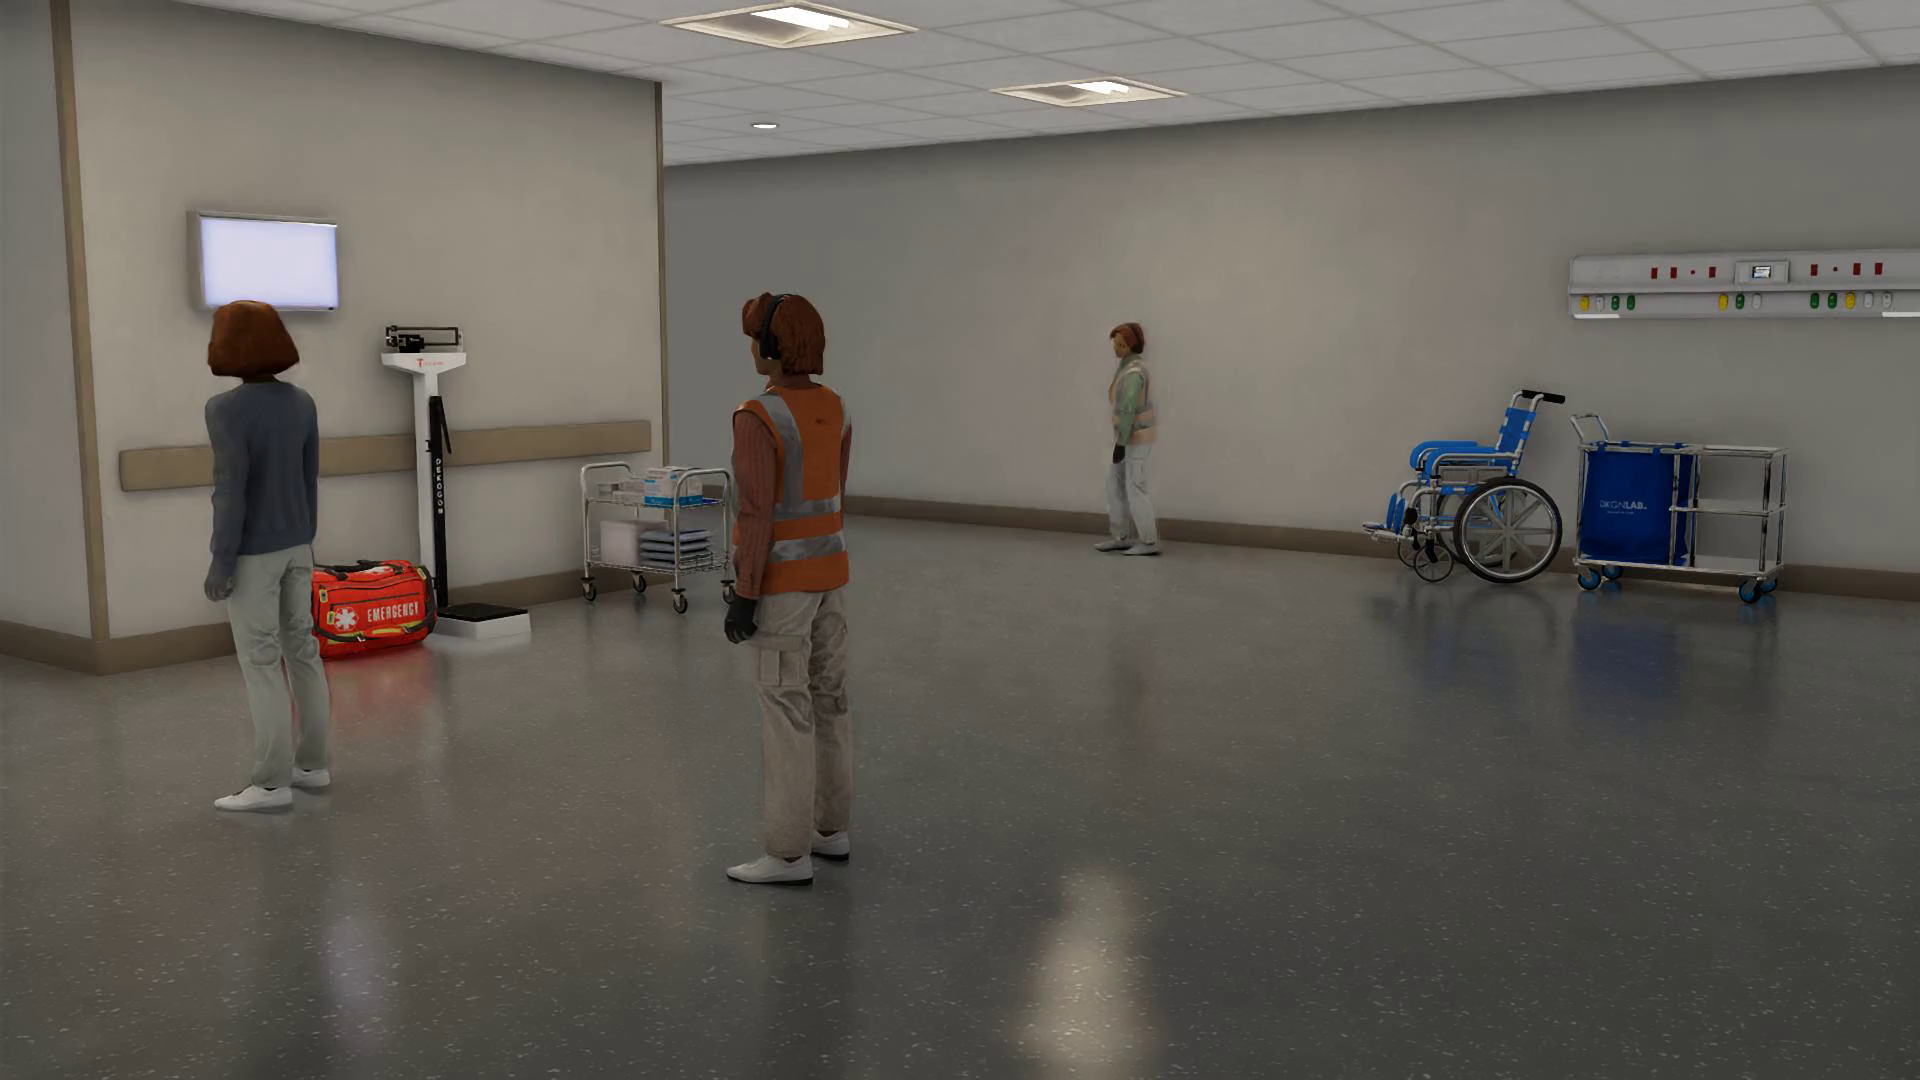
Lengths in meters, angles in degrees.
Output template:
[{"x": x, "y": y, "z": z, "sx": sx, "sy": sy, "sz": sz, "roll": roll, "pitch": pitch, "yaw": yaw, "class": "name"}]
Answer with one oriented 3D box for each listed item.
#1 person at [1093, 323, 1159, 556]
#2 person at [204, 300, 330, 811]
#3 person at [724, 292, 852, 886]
[{"x": 1.142, "y": -0.671, "z": 11.293, "sx": 0.495, "sy": 1.595, "sz": 0.575, "roll": -1, "pitch": 7, "yaw": -5, "class": "person"}, {"x": -2.239, "y": 0.052, "z": 5.356, "sx": 0.273, "sy": 1.632, "sz": 0.508, "roll": 2, "pitch": 7, "yaw": 12, "class": "person"}, {"x": -0.470, "y": 0.138, "z": 4.641, "sx": 0.309, "sy": 1.641, "sz": 0.513, "roll": 3, "pitch": 8, "yaw": 25, "class": "person"}]
